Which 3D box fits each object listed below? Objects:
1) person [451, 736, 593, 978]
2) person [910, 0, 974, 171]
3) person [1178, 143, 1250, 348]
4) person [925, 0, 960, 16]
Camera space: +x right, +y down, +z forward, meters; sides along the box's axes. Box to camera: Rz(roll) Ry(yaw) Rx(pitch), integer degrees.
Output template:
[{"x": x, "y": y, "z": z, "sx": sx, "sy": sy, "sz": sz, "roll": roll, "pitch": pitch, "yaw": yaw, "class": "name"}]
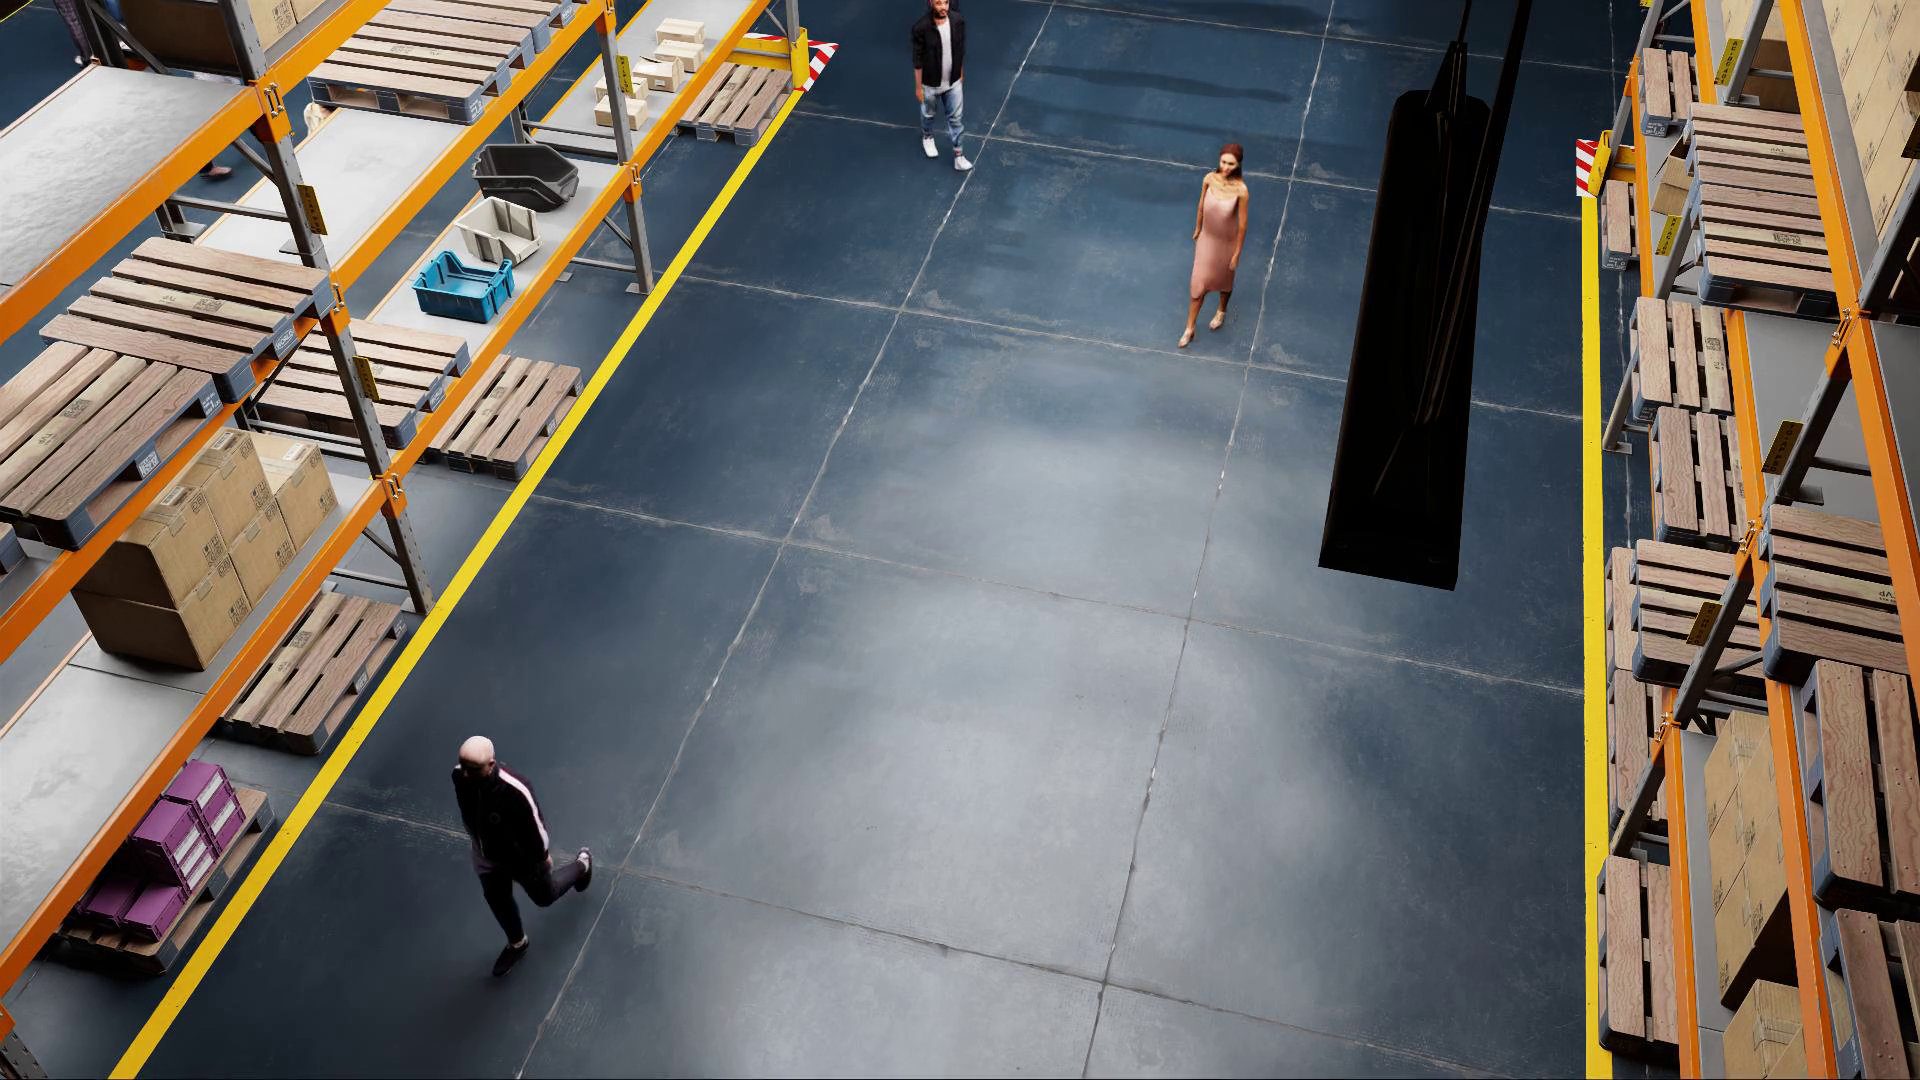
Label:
[{"x": -2.434, "y": 1.643, "z": 9.211, "sx": 0.774, "sy": 1.816, "sz": 1.091, "roll": 17, "pitch": 46, "yaw": 17, "class": "person"}, {"x": -0.230, "y": -4.393, "z": 15.574, "sx": 1.054, "sy": 1.779, "sz": 1.191, "roll": -14, "pitch": 45, "yaw": -15, "class": "person"}, {"x": 2.152, "y": -2.459, "z": 13.522, "sx": 0.805, "sy": 1.809, "sz": 0.990, "roll": 23, "pitch": 48, "yaw": 23, "class": "person"}, {"x": -0.189, "y": -5.812, "z": 17.037, "sx": 0.692, "sy": 1.814, "sz": 0.588, "roll": 8, "pitch": 44, "yaw": 8, "class": "person"}]
